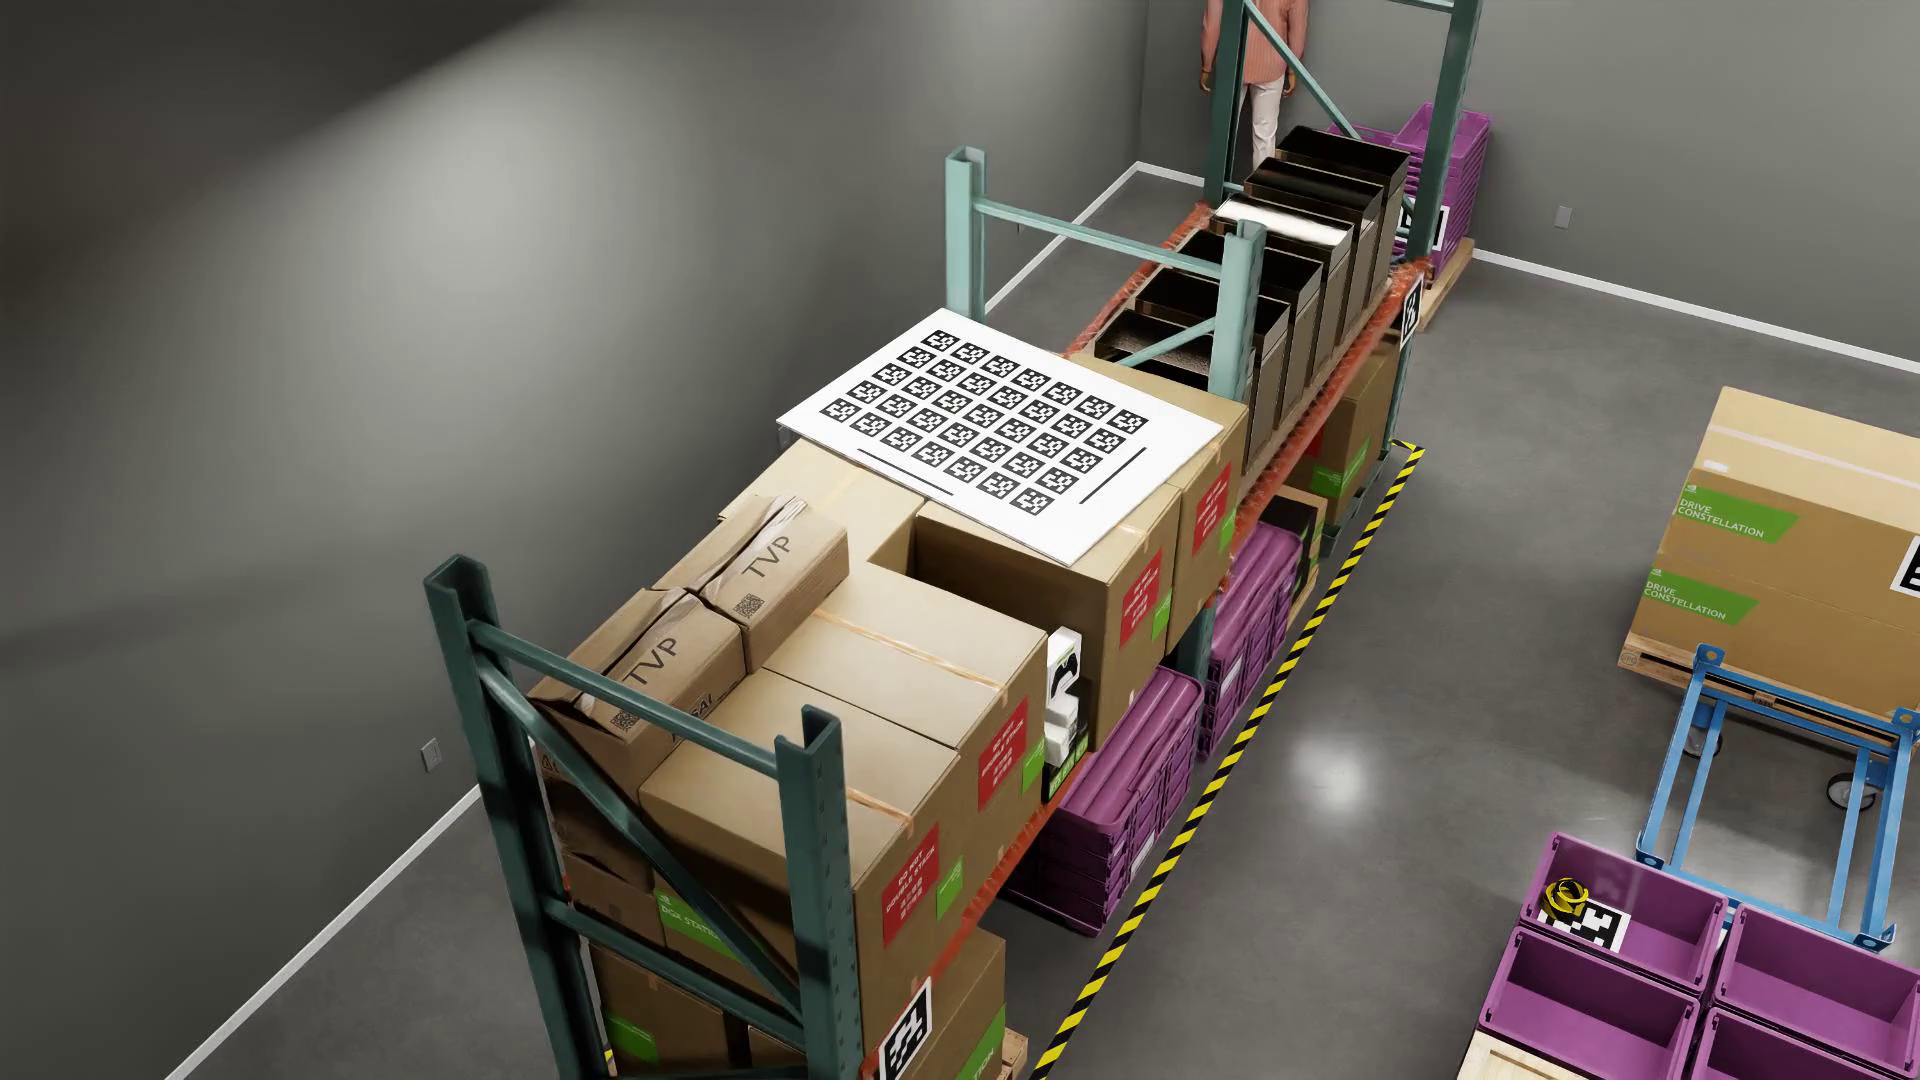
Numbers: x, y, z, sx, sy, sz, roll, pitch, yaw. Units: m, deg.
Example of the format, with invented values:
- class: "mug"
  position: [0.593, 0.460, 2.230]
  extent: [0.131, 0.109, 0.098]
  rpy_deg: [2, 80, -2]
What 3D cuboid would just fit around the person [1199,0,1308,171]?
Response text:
- class: "person"
  position: [1.732, -2.831, 9.927]
  extent: [0.609, 1.995, 0.378]
  rpy_deg: [4, 40, 5]
